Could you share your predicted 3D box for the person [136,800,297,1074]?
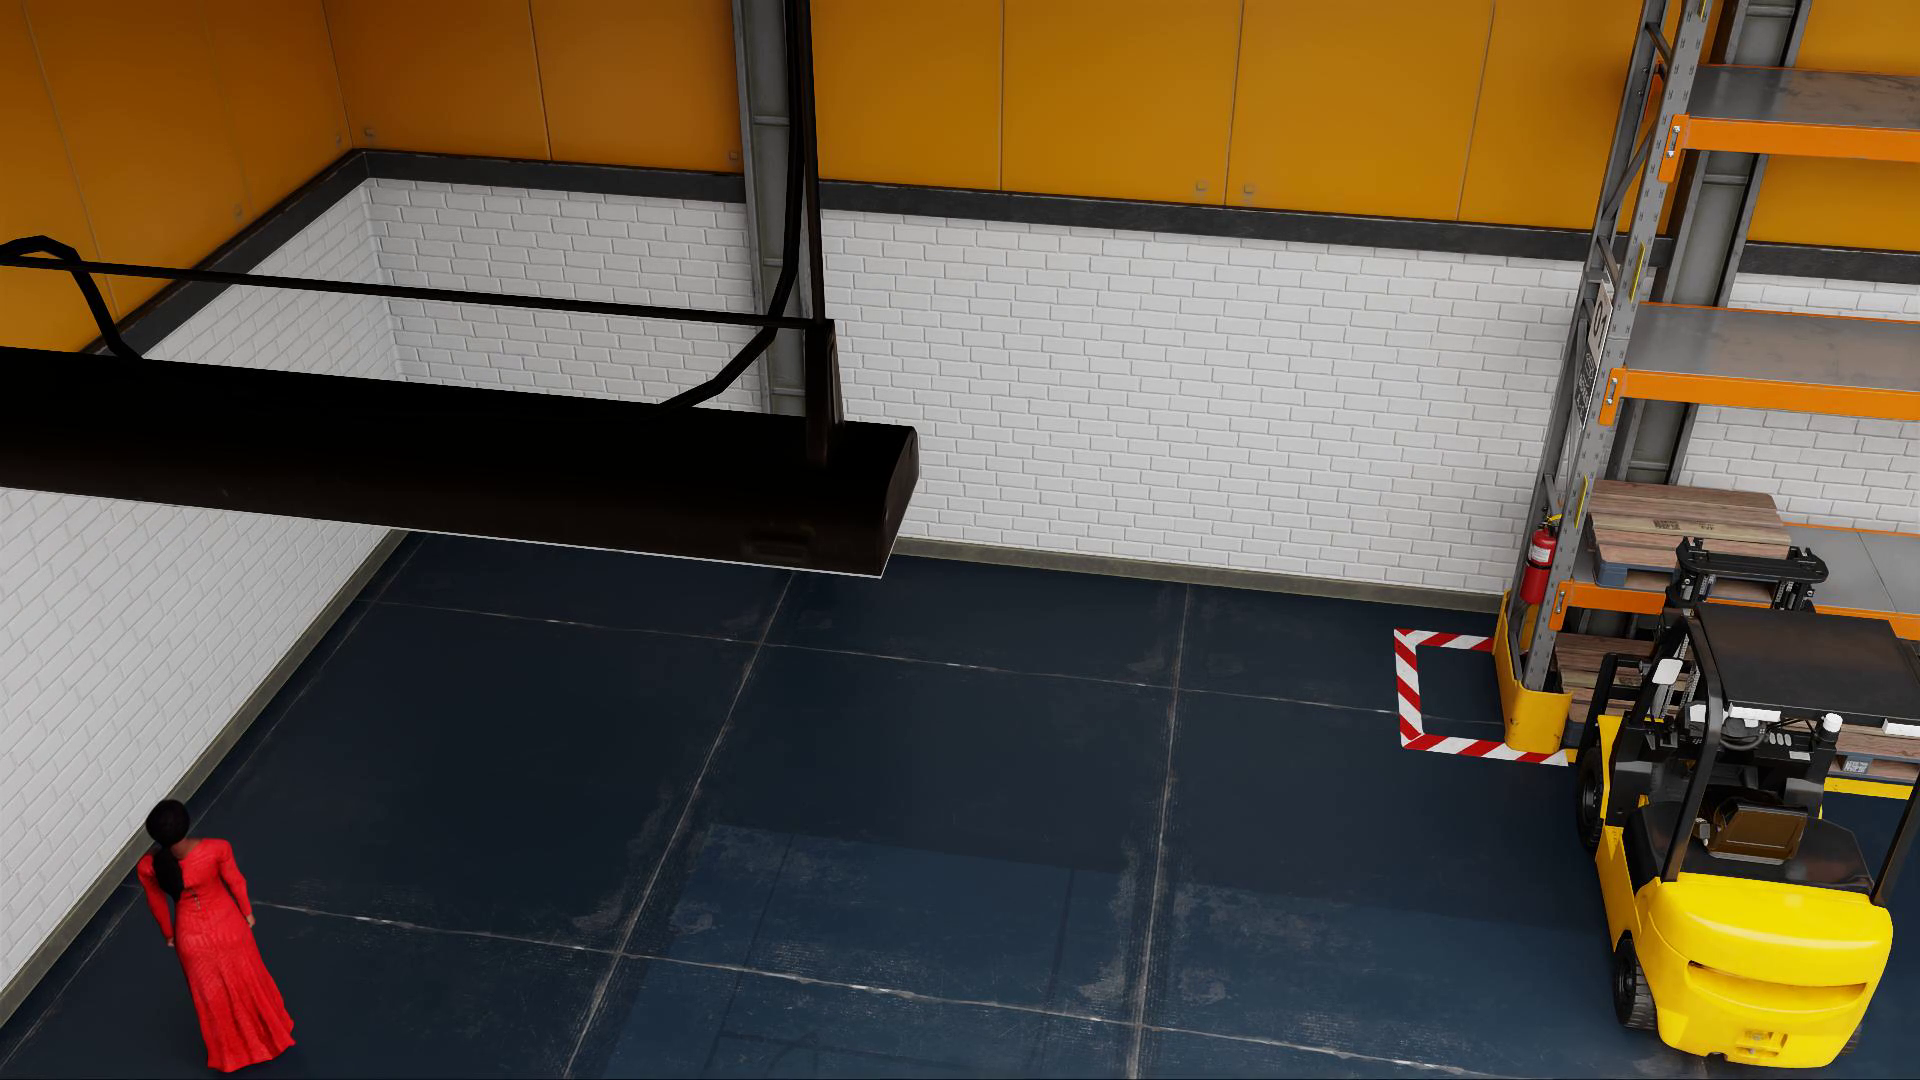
[{"bbox_3d":[-3.840,2.031,8.517,0.698,1.783,0.799,-11,35,-16],"label":"person"}]
